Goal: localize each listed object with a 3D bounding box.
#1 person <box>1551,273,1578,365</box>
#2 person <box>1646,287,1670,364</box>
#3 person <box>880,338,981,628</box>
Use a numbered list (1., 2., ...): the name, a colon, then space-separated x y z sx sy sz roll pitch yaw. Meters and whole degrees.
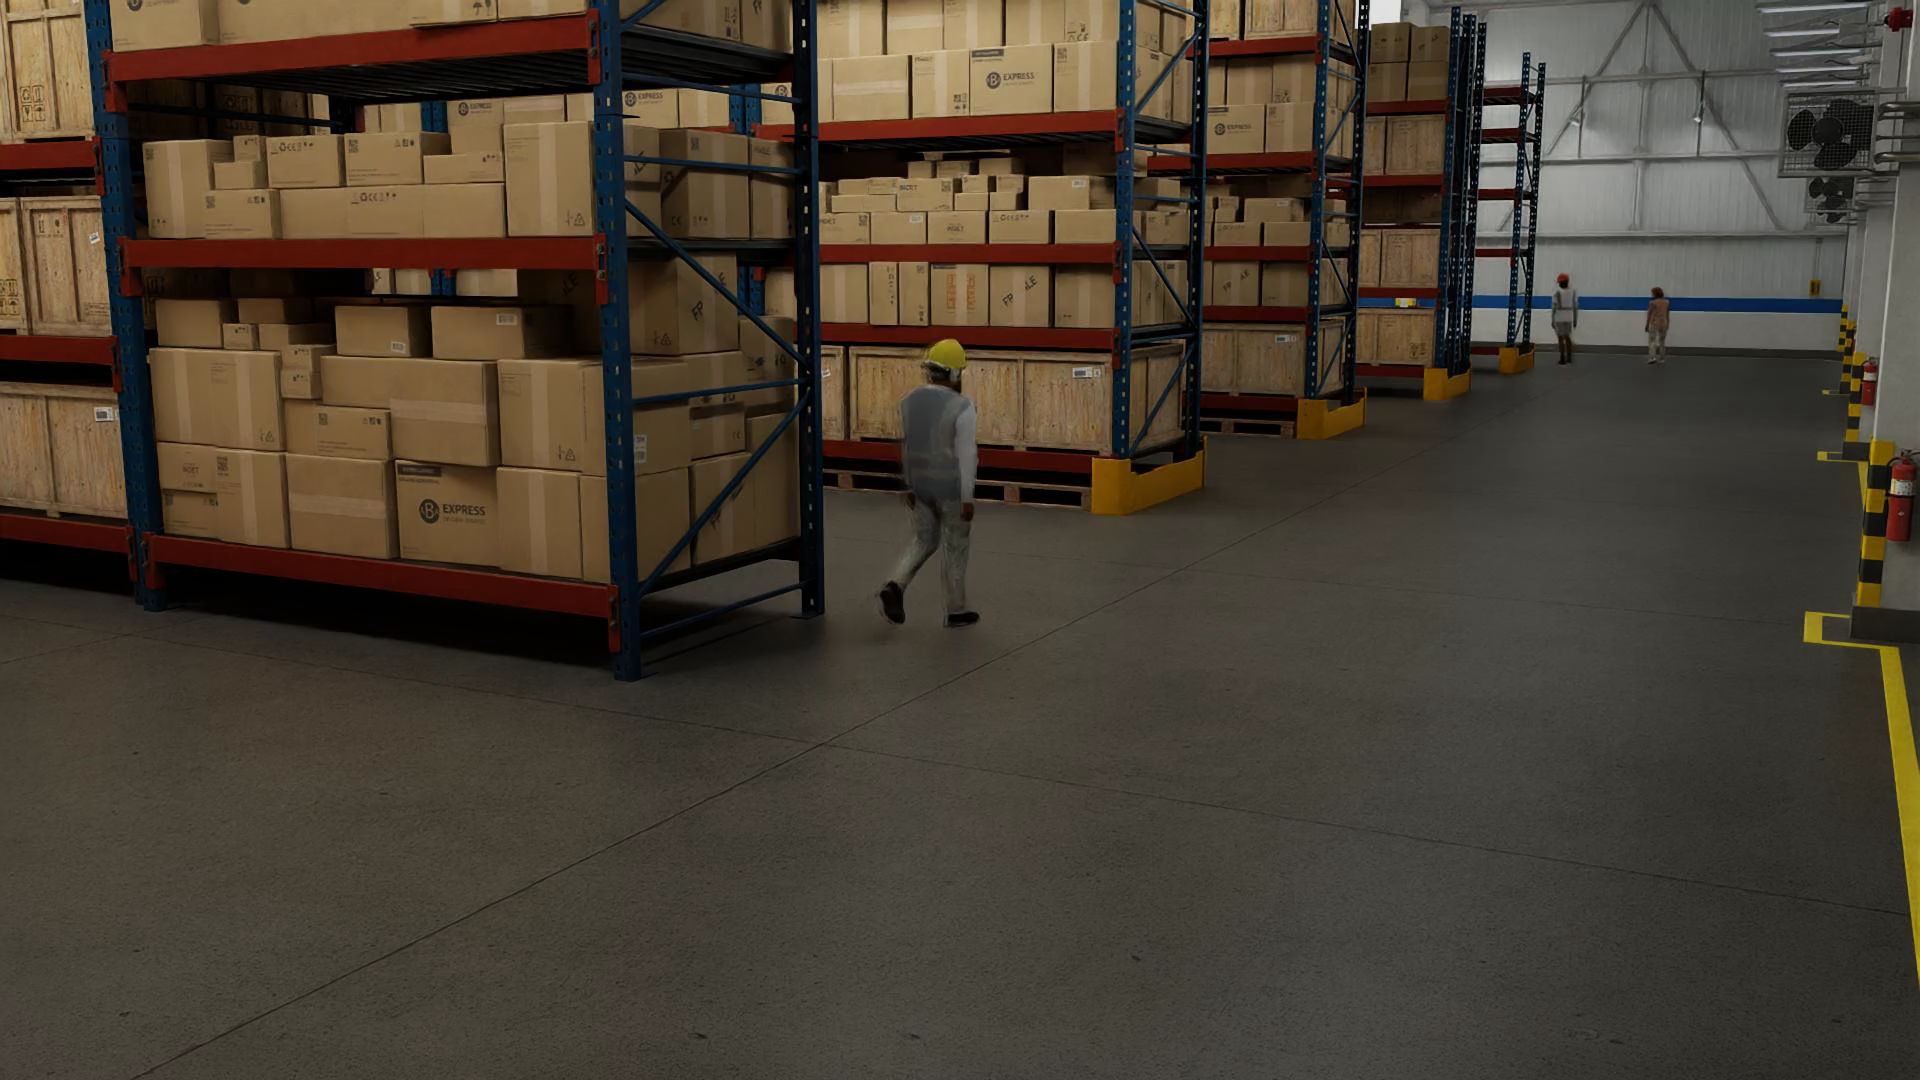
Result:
1. person: 12.621 -4.625 34.810 0.539 1.912 0.456 0 10 -1
2. person: 14.705 -4.507 35.014 0.566 1.631 0.418 -3 10 -17
3. person: -0.161 -0.328 10.231 0.595 1.819 0.639 9 13 41
